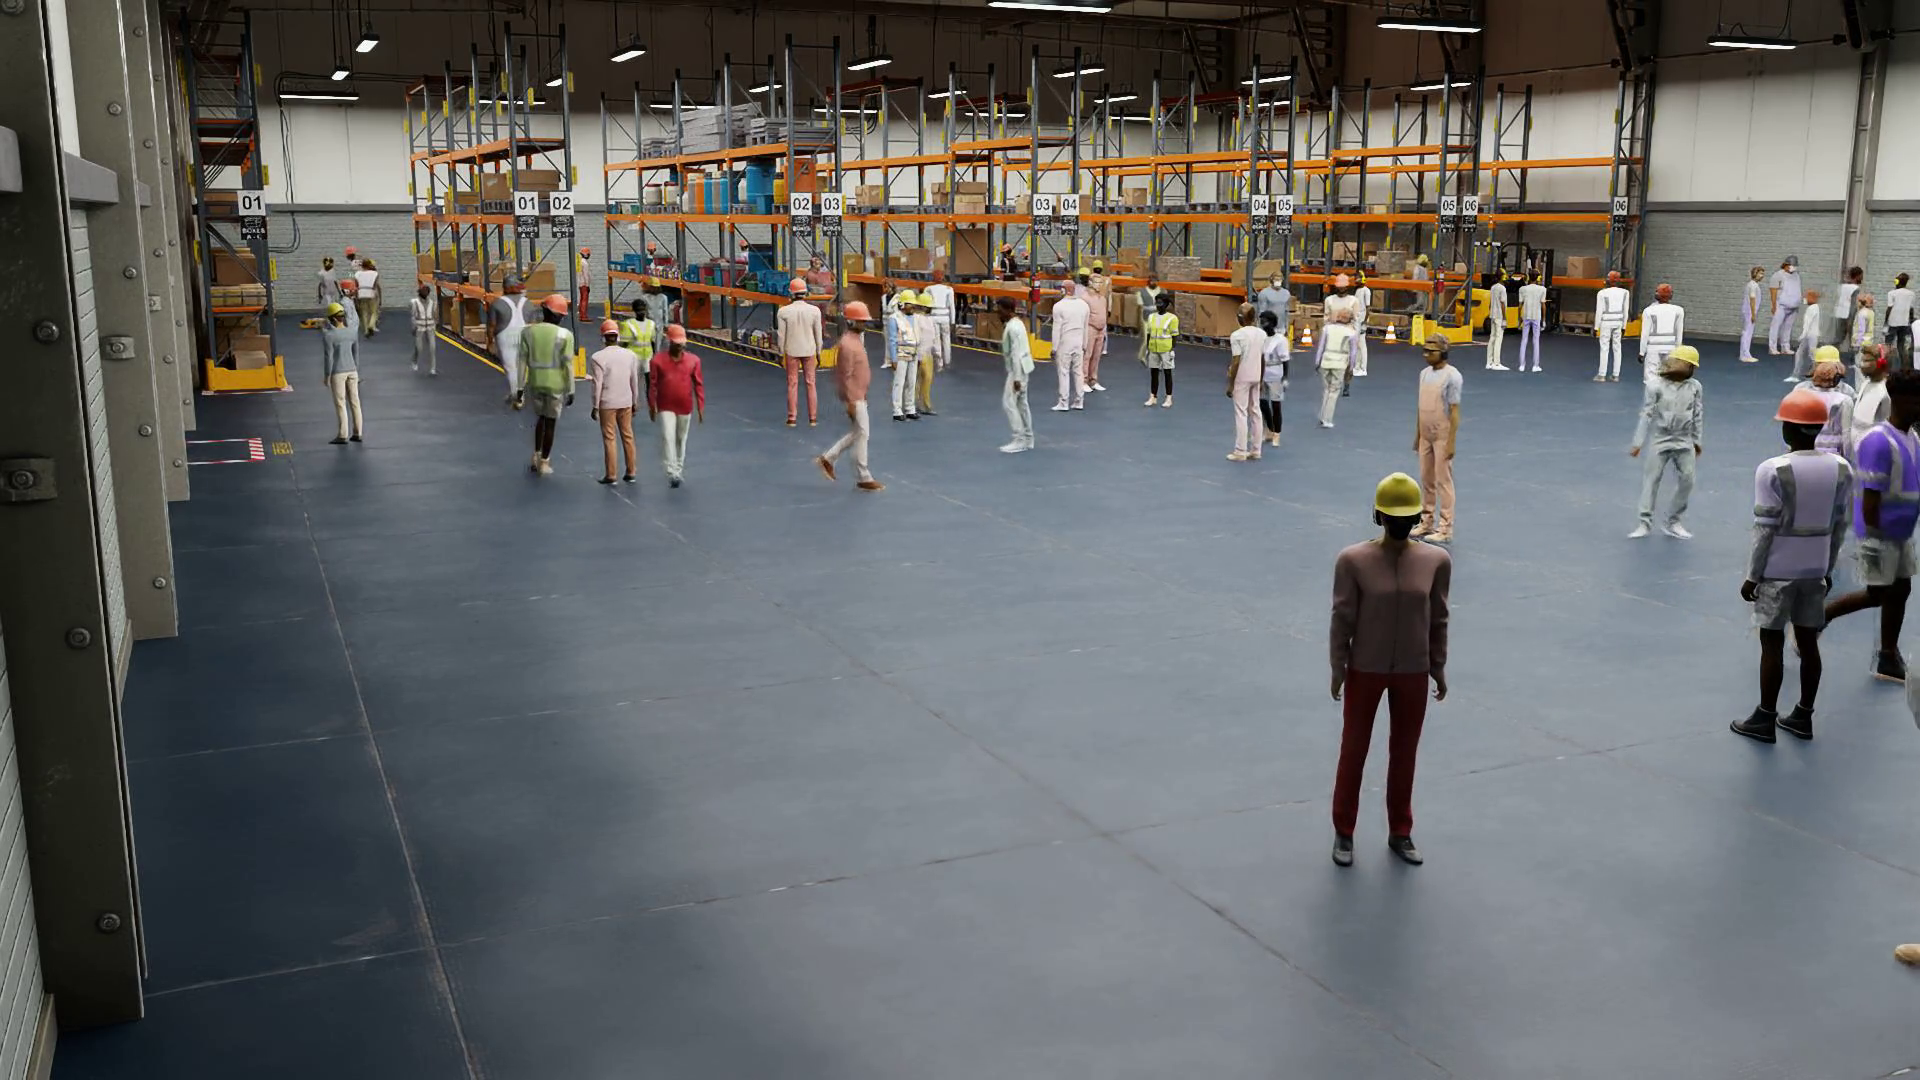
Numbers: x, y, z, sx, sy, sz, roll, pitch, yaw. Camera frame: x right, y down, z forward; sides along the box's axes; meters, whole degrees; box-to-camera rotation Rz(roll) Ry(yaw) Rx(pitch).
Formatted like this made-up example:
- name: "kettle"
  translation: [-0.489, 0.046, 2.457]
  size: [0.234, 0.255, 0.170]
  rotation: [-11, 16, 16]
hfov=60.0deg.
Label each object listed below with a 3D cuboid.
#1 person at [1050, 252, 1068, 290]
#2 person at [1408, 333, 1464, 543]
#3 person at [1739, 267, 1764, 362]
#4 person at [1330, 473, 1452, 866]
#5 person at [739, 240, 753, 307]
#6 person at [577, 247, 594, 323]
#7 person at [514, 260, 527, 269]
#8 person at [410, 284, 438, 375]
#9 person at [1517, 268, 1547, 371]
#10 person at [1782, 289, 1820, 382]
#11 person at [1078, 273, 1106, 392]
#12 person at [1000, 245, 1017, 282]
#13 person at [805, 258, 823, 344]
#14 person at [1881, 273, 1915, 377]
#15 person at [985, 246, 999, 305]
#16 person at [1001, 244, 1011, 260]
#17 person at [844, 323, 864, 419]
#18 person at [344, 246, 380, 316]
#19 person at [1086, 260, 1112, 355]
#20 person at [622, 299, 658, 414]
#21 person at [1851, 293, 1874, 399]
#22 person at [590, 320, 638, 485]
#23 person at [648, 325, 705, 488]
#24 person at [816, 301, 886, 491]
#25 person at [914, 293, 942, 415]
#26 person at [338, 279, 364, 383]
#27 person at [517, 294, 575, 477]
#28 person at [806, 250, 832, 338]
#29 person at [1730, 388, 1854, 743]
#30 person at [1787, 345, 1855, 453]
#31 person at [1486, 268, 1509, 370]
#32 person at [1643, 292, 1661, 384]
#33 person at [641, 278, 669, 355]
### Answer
- name: "person"
  translation: [2.847, -7.343, 47.587]
  size: [0.571, 1.747, 0.345]
  rotation: [-2, 11, -11]
- name: "person"
  translation: [4.182, -0.894, 14.601]
  size: [0.337, 1.837, 0.507]
  rotation: [-5, 12, -22]
- name: "person"
  translation: [15.343, -4.366, 32.235]
  size: [0.344, 1.840, 0.507]
  rotation: [3, 12, 17]
- name: "person"
  translation: [1.890, 0.574, 7.314]
  size: [0.533, 1.767, 0.326]
  rotation: [0, 11, -2]
- name: "person"
  translation: [-6.622, -8.219, 51.290]
  size: [0.379, 2.045, 0.605]
  rotation: [5, 12, 22]
- name: "person"
  translation: [-9.835, -6.693, 43.701]
  size: [0.411, 1.987, 0.613]
  rotation: [-5, 12, -24]
- name: "person"
  translation: [-11.750, -6.722, 44.396]
  size: [0.532, 1.767, 0.325]
  rotation: [-8, 14, -36]
- name: "person"
  translation: [-9.599, -3.770, 29.748]
  size: [0.510, 1.616, 0.636]
  rotation: [-7, 13, -32]
- name: "person"
  translation: [10.430, -4.007, 30.332]
  size: [0.513, 1.872, 0.328]
  rotation: [6, 13, 27]
- name: "person"
  translation: [14.463, -3.451, 28.171]
  size: [0.740, 1.605, 0.503]
  rotation: [4, 12, 19]
- name: "person"
  translation: [2.164, -3.347, 26.888]
  size: [0.401, 1.904, 0.650]
  rotation: [9, 14, 39]
- name: "person"
  translation: [1.246, -6.857, 44.428]
  size: [0.407, 2.029, 0.608]
  rotation: [8, 14, 36]
- name: "person"
  translation: [-3.183, -5.255, 36.616]
  size: [0.402, 1.901, 0.647]
  rotation: [0, 11, 1]
- name: "person"
  translation: [16.329, -3.723, 28.964]
  size: [0.549, 1.844, 0.356]
  rotation: [-2, 11, -8]
- name: "person"
  translation: [0.981, -8.078, 50.987]
  size: [0.356, 1.883, 0.573]
  rotation: [10, 15, 41]
- name: "person"
  translation: [1.403, -7.923, 50.078]
  size: [0.358, 1.930, 0.585]
  rotation: [1, 11, 5]
- name: "person"
  translation: [-1.496, -2.520, 23.386]
  size: [0.311, 1.631, 0.504]
  rotation: [1, 11, 4]
- name: "person"
  translation: [-15.538, -6.605, 43.150]
  size: [0.747, 2.023, 0.632]
  rotation: [-2, 11, -11]
- name: "person"
  translation: [2.791, -4.726, 33.845]
  size: [0.594, 1.922, 0.385]
  rotation: [-2, 11, -10]
- name: "person"
  translation: [-4.670, -2.667, 24.065]
  size: [0.563, 1.657, 0.794]
  rotation: [-8, 14, -36]
- name: "person"
  translation: [14.019, -3.010, 25.853]
  size: [0.311, 1.638, 0.523]
  rotation: [10, 15, 41]
- name: "person"
  translation: [-3.697, -1.470, 17.737]
  size: [0.572, 1.747, 0.335]
  rotation: [-11, 15, -43]
- name: "person"
  translation: [-2.985, -1.416, 17.594]
  size: [0.568, 1.694, 0.907]
  rotation: [-4, 12, -21]
- name: "person"
  translation: [-1.131, -1.482, 17.211]
  size: [0.672, 1.979, 0.634]
  rotation: [1, 11, 3]
- name: "person"
  translation: [-0.501, -2.655, 23.785]
  size: [0.450, 1.742, 0.548]
  rotation: [5, 12, 25]
- name: "person"
  translation: [-10.350, -3.541, 28.249]
  size: [0.321, 1.754, 0.563]
  rotation: [-4, 12, -21]
- name: "person"
  translation: [-4.491, -1.693, 18.234]
  size: [0.670, 1.998, 0.549]
  rotation: [2, 11, 10]
- name: "person"
  translation: [-3.187, -5.653, 38.258]
  size: [0.536, 2.000, 0.682]
  rotation: [8, 14, 36]
- name: "person"
  translation: [4.517, 0.144, 9.053]
  size: [0.545, 1.942, 0.349]
  rotation: [-2, 11, -12]
- name: "person"
  translation: [7.424, -0.809, 14.394]
  size: [0.493, 1.746, 0.283]
  rotation: [6, 13, 29]
- name: "person"
  translation: [9.936, -4.071, 30.646]
  size: [0.325, 1.877, 0.521]
  rotation: [-2, 11, -11]
- name: "person"
  translation: [11.748, -3.427, 27.998]
  size: [0.514, 1.634, 0.303]
  rotation: [-8, 13, -34]
- name: "person"
  translation: [-5.532, -3.900, 30.210]
  size: [0.490, 1.695, 0.865]
  rotation: [-4, 12, -19]
